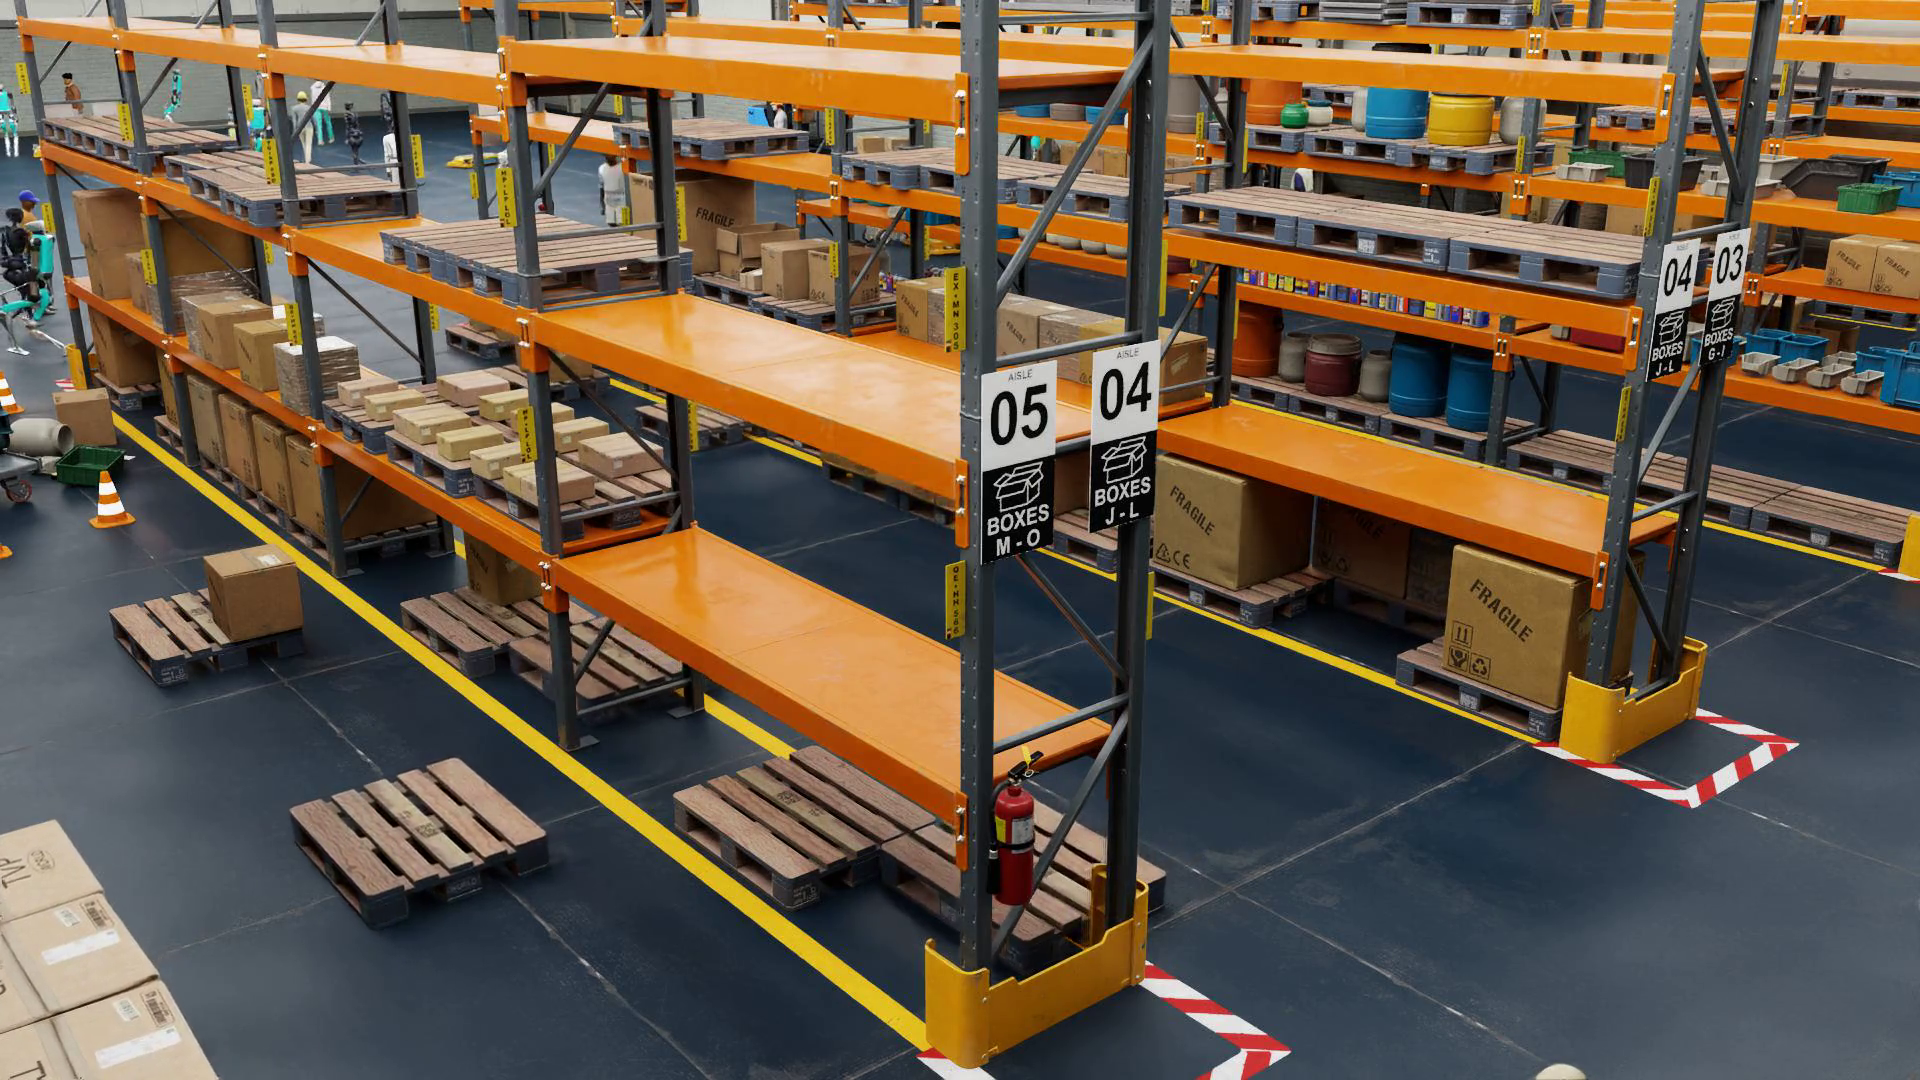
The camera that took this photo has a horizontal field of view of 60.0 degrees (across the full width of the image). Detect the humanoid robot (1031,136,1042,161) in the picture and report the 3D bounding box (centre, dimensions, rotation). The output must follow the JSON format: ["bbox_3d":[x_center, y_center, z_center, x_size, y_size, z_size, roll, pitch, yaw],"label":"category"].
[{"bbox_3d":[1.352,-7.489,33.073,1.028,1.740,0.536,-13,23,-33],"label":"humanoid robot"}]

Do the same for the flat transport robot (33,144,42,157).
[{"bbox_3d":[-22.938,-9.804,41.838,0.659,0.231,1.431,-10,22,-26],"label":"flat transport robot"}]

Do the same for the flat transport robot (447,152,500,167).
[{"bbox_3d":[-11.524,-9.102,39.840,0.659,0.231,1.431,11,22,28],"label":"flat transport robot"}]

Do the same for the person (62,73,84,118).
[{"bbox_3d":[-23.565,-11.501,44.302,0.804,1.844,0.421,18,26,41],"label":"person"}]

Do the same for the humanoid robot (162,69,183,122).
[{"bbox_3d":[-22.317,-12.370,46.936,0.871,1.778,0.590,-3,20,-9],"label":"humanoid robot"}]

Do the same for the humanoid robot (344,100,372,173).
[{"bbox_3d":[-13.812,-9.245,38.143,0.642,1.631,0.590,3,20,9],"label":"humanoid robot"}]

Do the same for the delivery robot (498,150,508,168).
[{"bbox_3d":[-10.472,-8.946,38.987,0.499,0.610,0.788,7,21,19],"label":"delivery robot"}]

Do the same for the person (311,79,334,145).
[{"bbox_3d":[-16.947,-11.471,44.171,0.485,1.873,0.987,-3,20,-10],"label":"person"}]

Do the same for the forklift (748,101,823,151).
[{"bbox_3d":[-4.526,-11.368,42.374,1.129,2.768,1.873,-15,24,-37],"label":"forklift"}]

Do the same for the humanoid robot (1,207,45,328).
[{"bbox_3d":[-12.569,-3.585,22.055,0.609,1.631,0.634,8,21,22],"label":"humanoid robot"}]

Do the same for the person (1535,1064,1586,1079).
[{"bbox_3d":[1.684,2.345,4.952,0.386,1.799,0.603,-12,23,-31],"label":"person"}]

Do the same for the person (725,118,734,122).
[{"bbox_3d":[-4.665,-7.577,33.303,0.724,1.721,0.481,1,19,3],"label":"person"}]

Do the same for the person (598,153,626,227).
[{"bbox_3d":[-5.550,-5.448,26.904,0.624,1.948,0.478,7,21,19],"label":"person"}]

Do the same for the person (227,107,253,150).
[{"bbox_3d":[-14.661,-7.910,34.021,0.562,1.876,0.543,4,20,11],"label":"person"}]

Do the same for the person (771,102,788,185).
[{"bbox_3d":[-3.915,-8.701,36.269,0.376,1.890,0.569,-1,19,-3],"label":"person"}]

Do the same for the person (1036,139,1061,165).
[{"bbox_3d":[1.658,-6.814,31.073,0.534,1.763,0.406,-6,20,-16],"label":"person"}]

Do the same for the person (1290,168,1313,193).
[{"bbox_3d":[5.536,-5.416,26.976,0.373,1.840,0.568,9,21,24],"label":"person"}]

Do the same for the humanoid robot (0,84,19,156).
[{"bbox_3d":[-23.736,-10.427,41.451,0.543,1.832,0.658,-6,20,-17],"label":"humanoid robot"}]

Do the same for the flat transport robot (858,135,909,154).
[{"bbox_3d":[-1.742,-8.204,37.285,1.431,0.231,0.659,-8,21,-21],"label":"flat transport robot"}]

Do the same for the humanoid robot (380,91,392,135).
[{"bbox_3d":[-14.818,-11.092,43.362,0.599,1.654,0.315,-2,19,-6],"label":"humanoid robot"}]

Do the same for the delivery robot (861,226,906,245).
[{"bbox_3d":[-1.304,-5.417,28.948,0.816,0.612,0.499,-16,25,-38],"label":"delivery robot"}]

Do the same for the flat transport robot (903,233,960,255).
[{"bbox_3d":[-0.424,-5.060,28.336,0.659,0.231,1.431,-7,21,-20],"label":"flat transport robot"}]

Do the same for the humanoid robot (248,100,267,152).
[{"bbox_3d":[-15.914,-9.013,37.395,1.030,1.728,0.557,9,21,23],"label":"humanoid robot"}]

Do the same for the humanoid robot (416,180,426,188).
[{"bbox_3d":[-11.922,-8.328,35.578,0.774,1.621,0.584,0,19,-1],"label":"humanoid robot"}]

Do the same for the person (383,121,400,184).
[{"bbox_3d":[-10.588,-7.034,31.543,0.573,1.877,0.346,-6,20,-16],"label":"person"}]

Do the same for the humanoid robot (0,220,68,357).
[{"bbox_3d":[-11.445,-3.033,20.407,1.066,1.739,0.569,-2,19,-6],"label":"humanoid robot"}]

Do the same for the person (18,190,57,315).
[{"bbox_3d":[-12.850,-3.998,23.137,0.378,1.712,0.454,-7,20,-19],"label":"person"}]

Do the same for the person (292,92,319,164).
[{"bbox_3d":[-15.560,-9.783,39.590,0.539,1.711,0.921,-3,20,-9],"label":"person"}]

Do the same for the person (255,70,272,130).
[{"bbox_3d":[-20.018,-12.753,47.809,0.401,1.876,0.498,3,20,9],"label":"person"}]

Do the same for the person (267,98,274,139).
[{"bbox_3d":[-18.536,-11.628,44.887,0.321,1.688,0.528,-9,21,-24],"label":"person"}]
